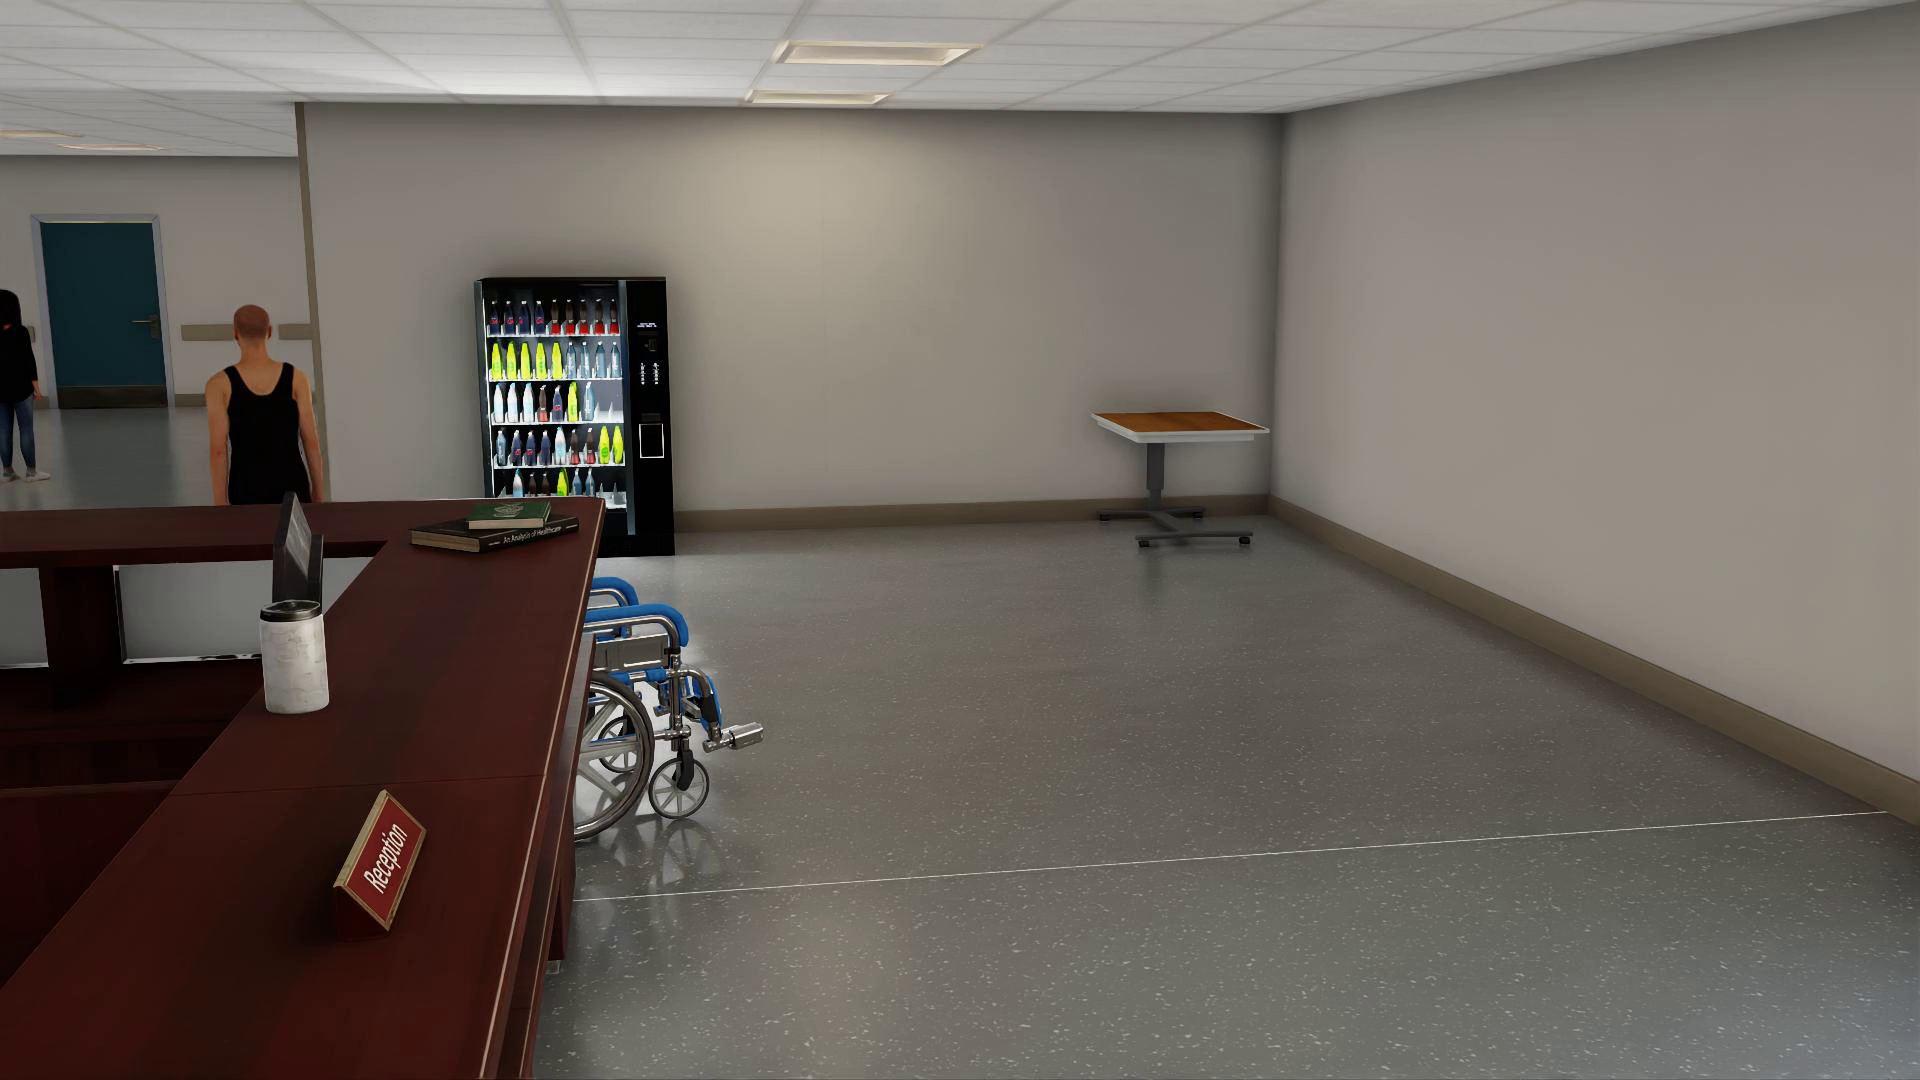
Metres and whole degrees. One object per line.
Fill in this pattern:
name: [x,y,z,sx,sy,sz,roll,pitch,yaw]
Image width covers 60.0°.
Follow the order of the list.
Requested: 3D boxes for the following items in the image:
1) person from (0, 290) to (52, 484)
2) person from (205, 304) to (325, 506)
person: [-8.142,-1.323,14.285,0.502,1.646,0.673,0,11,0]
person: [-3.301,-0.194,8.003,1.181,1.770,0.950,-6,12,-27]
